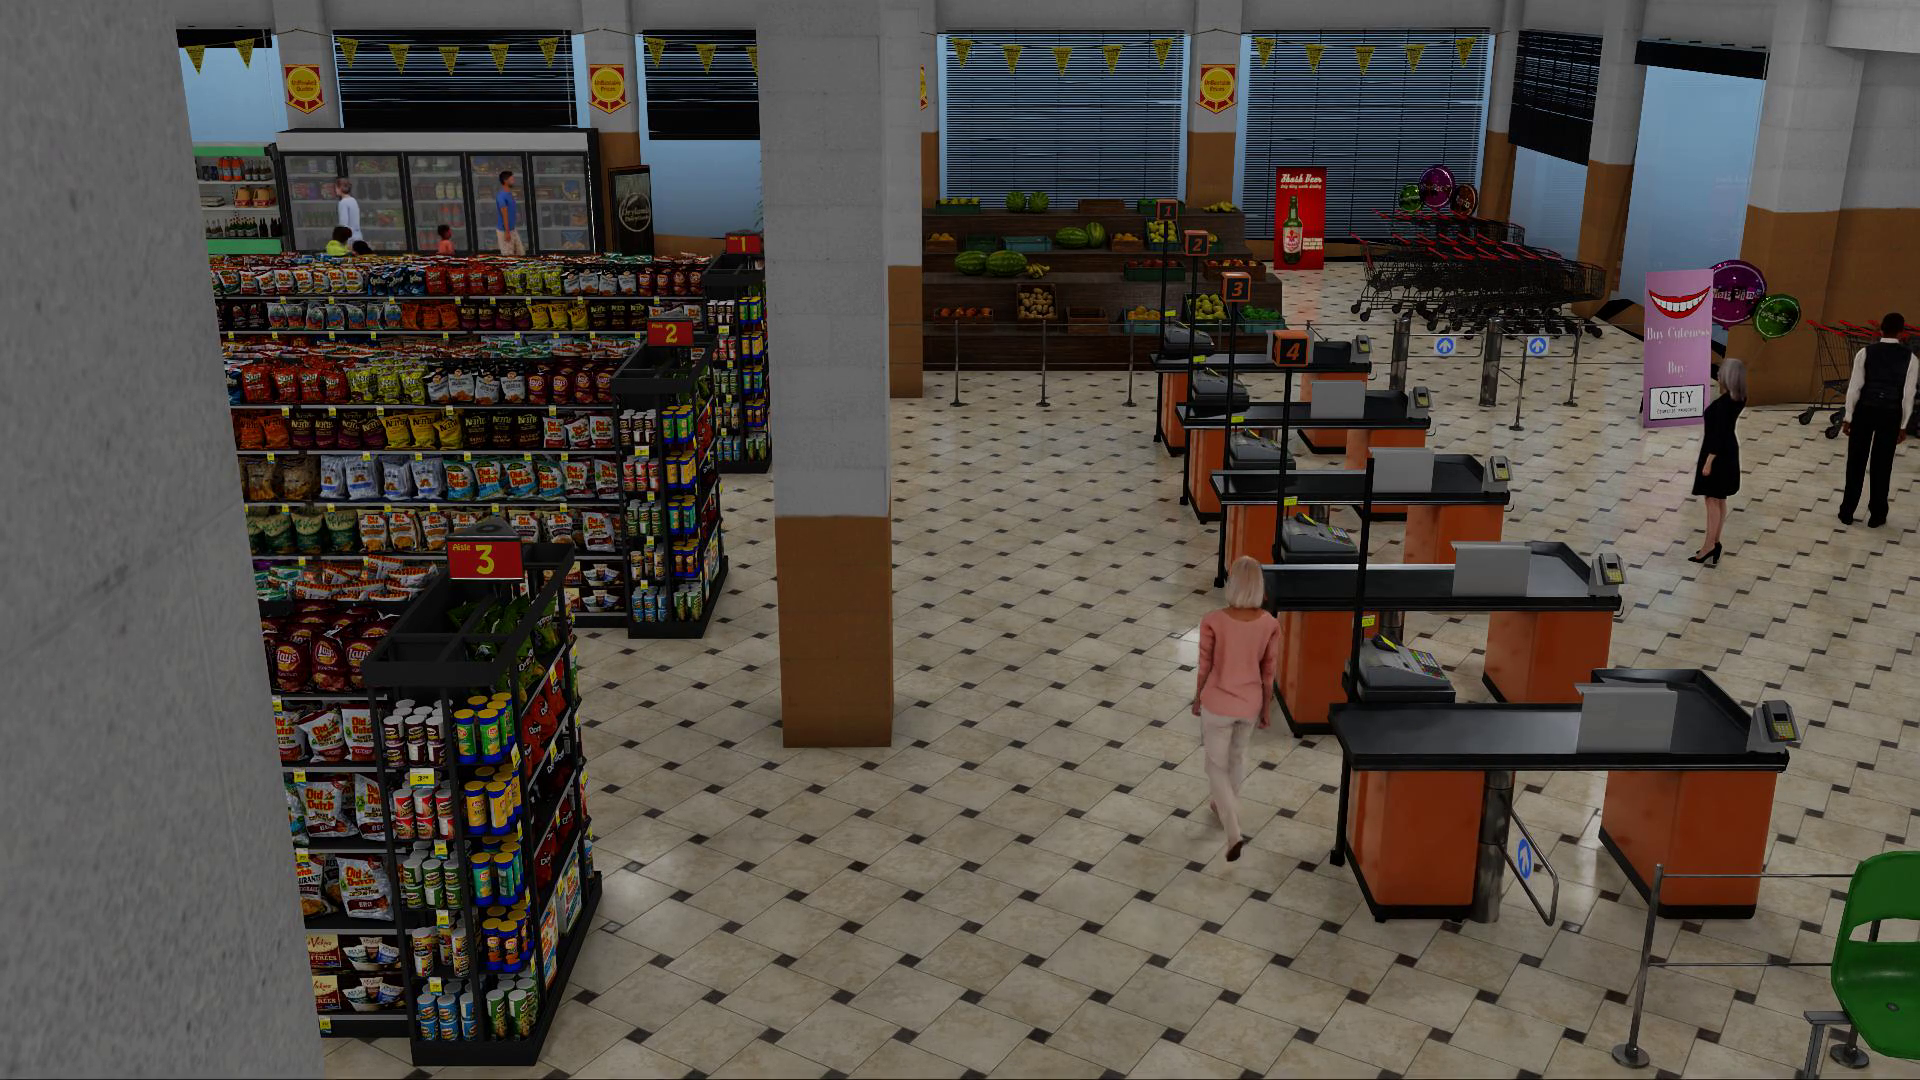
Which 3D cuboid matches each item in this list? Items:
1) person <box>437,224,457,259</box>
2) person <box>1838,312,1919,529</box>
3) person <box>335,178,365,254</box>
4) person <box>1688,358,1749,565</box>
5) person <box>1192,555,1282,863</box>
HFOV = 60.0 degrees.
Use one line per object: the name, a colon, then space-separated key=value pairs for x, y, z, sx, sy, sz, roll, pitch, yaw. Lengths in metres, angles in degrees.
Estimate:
person: x=-7.565 y=-3.948 z=24.350 sx=0.925 sy=1.281 sz=0.862 roll=-17 pitch=25 yaw=-41
person: x=8.174 y=-1.076 z=14.834 sx=0.714 sy=1.918 sz=0.839 roll=11 pitch=21 yaw=29
person: x=-9.057 y=-4.472 z=24.975 sx=0.794 sy=1.873 sz=0.721 roll=1 pitch=19 yaw=4
person: x=6.325 y=-0.664 z=13.882 sx=0.753 sy=1.746 sz=0.704 roll=15 pitch=24 yaw=38
person: x=1.516 y=0.943 z=9.188 sx=1.039 sy=1.699 sz=0.741 roll=-2 pitch=19 yaw=-6
